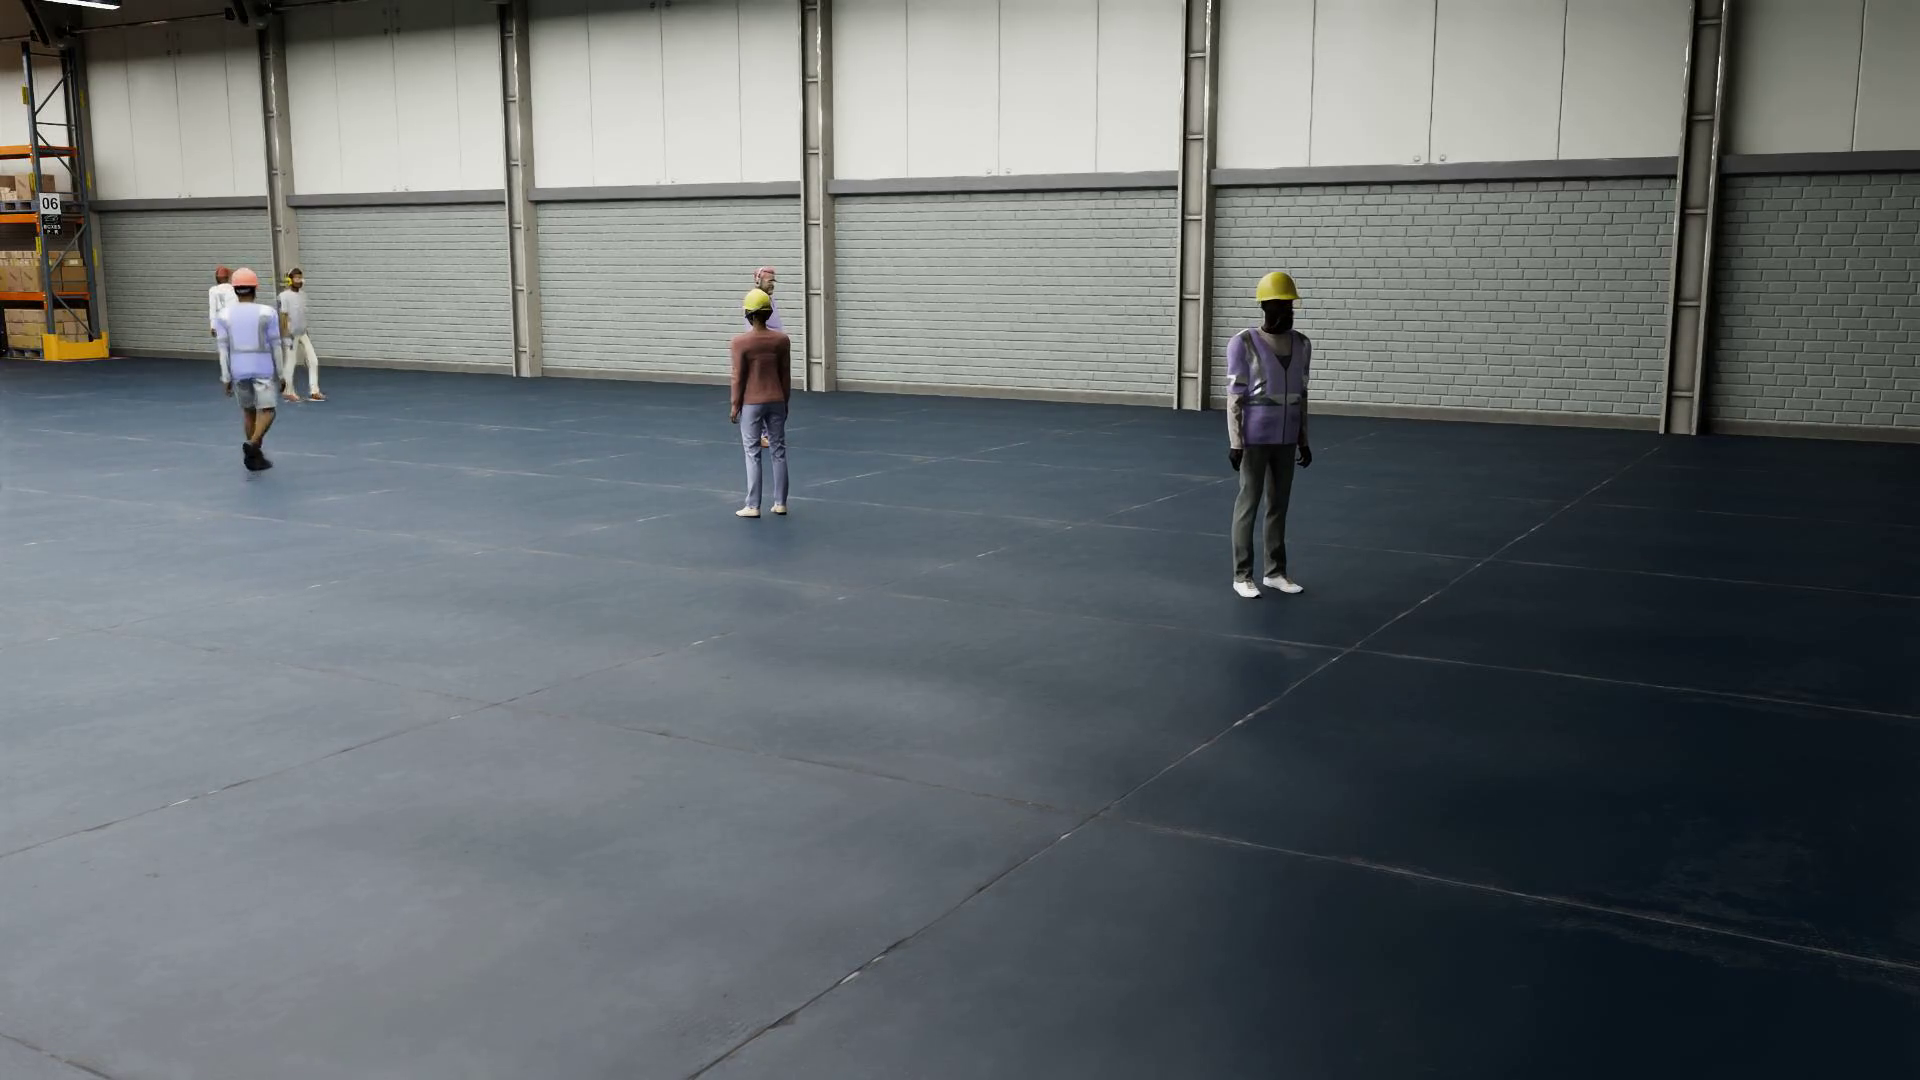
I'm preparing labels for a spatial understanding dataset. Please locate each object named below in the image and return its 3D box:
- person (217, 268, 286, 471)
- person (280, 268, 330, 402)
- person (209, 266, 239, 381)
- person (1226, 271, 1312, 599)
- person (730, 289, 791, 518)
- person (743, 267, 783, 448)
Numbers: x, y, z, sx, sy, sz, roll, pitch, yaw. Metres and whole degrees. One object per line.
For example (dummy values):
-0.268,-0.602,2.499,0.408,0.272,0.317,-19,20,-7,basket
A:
-6.603,-1.567,15.475,0.556,1.917,0.796,-1,10,-6,person
-9.075,-2.814,22.962,0.783,1.842,0.568,4,10,22,person
-11.702,-3.449,26.663,0.733,1.865,0.585,5,11,29,person
1.849,-0.622,9.906,0.590,1.930,0.359,-5,11,-28,person
-1.548,-1.053,12.899,0.525,1.772,0.309,-7,12,-36,person
-2.076,-1.941,17.707,0.399,1.905,0.642,1,10,5,person
